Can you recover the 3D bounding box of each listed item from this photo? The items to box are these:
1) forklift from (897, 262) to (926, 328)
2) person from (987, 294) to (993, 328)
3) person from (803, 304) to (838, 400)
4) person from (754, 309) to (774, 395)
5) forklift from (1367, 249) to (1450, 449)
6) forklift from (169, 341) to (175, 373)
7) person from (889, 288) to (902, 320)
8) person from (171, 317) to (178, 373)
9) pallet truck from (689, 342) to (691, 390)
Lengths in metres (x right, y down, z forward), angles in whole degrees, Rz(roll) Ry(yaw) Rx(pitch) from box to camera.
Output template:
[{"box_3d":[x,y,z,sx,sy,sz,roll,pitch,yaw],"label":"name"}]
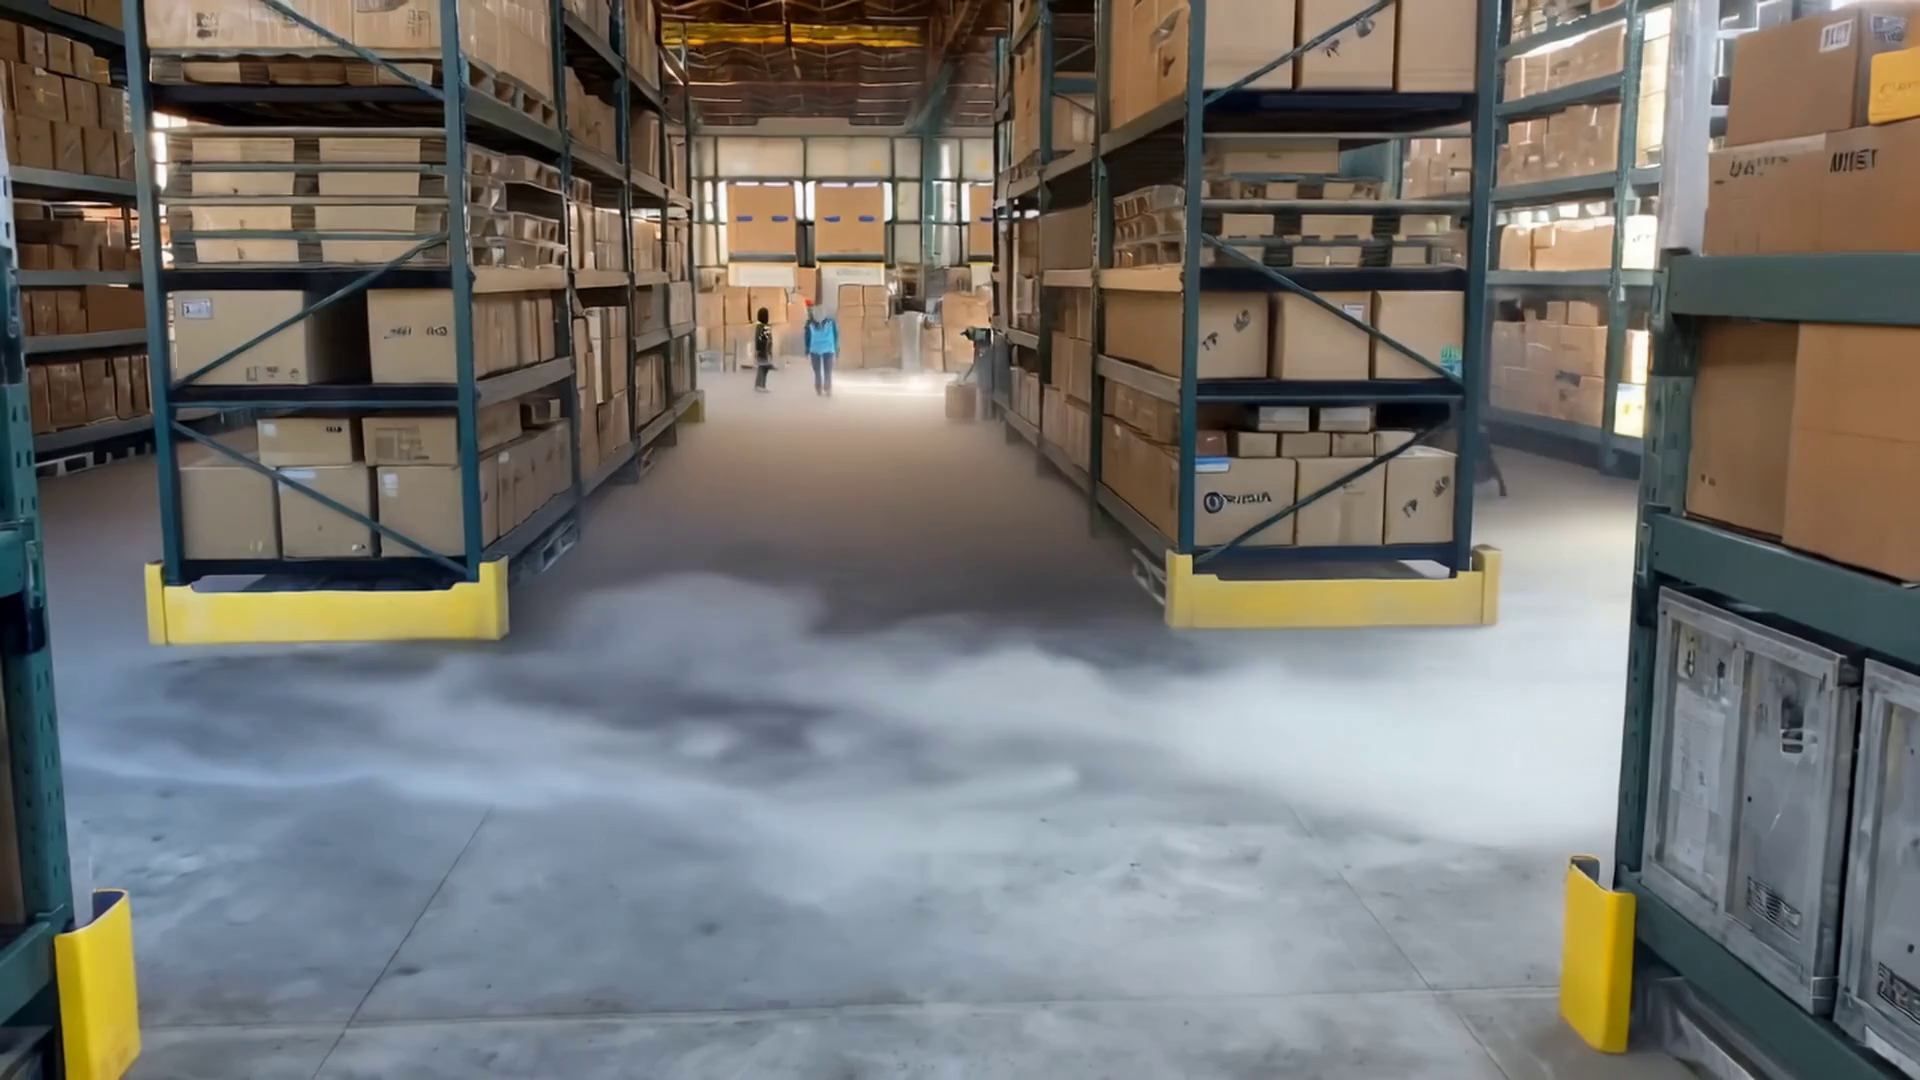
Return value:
[{"box_3d":[-1.780,-8.547,59.499,1.129,2.768,1.873,-1,9,-4],"label":"forklift"},{"box_3d":[0.948,-5.536,43.591,0.624,1.930,0.379,0,9,0],"label":"person"},{"box_3d":[-2.650,-3.565,31.590,0.659,1.795,0.933,0,9,-3],"label":"person"},{"box_3d":[-3.890,-3.703,32.780,0.322,1.699,0.535,-5,10,-28],"label":"person"},{"box_3d":[5.527,-2.614,22.244,1.873,2.768,1.129,-1,9,-4],"label":"forklift"},{"box_3d":[-15.707,-4.058,31.312,1.129,2.768,1.873,-1,9,-4],"label":"forklift"},{"box_3d":[-2.310,-7.827,57.968,0.639,1.926,0.367,4,10,23],"label":"person"},{"box_3d":[-14.830,-3.497,31.707,0.370,1.622,0.529,0,9,-2],"label":"person"},{"box_3d":[-5.225,-3.008,27.480,1.885,1.965,0.823,2,9,14],"label":"pallet truck"}]
